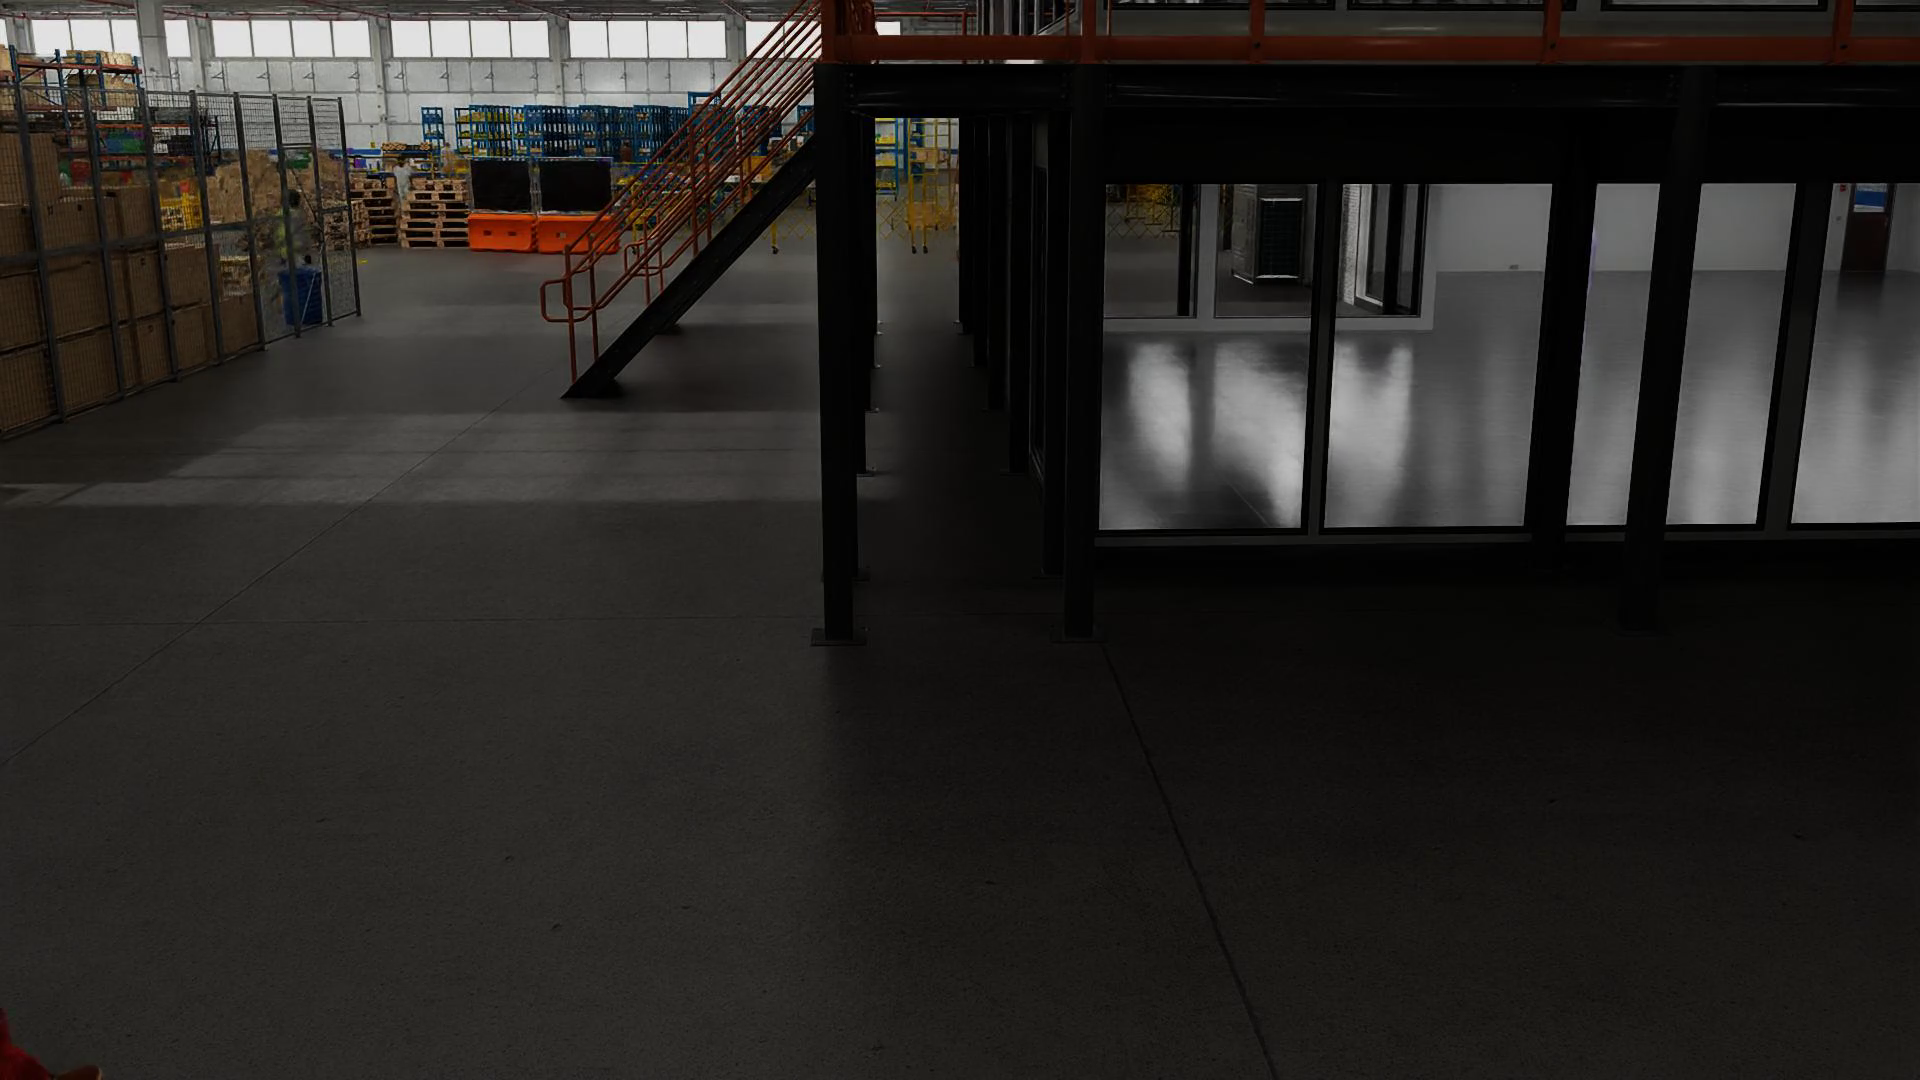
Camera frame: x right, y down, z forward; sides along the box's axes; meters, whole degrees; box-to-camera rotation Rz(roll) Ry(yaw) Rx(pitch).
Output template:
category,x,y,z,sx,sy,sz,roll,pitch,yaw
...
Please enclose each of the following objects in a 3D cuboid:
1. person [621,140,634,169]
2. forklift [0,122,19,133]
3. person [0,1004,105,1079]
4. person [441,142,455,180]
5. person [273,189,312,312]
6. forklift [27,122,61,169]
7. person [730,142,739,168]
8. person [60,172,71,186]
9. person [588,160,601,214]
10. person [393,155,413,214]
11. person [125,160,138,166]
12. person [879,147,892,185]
category,x,y,z,sx,sy,sz,roll,pitch,yaw
person,-16.311,-18.607,81.572,0.605,1.963,0.944,-2,14,-7
forklift,-38.391,-15.545,67.465,1.129,2.768,1.873,-1,14,-3
person,-2.916,0.735,4.277,1.007,1.957,0.620,-12,19,-40
person,-25.051,-18.515,81.416,0.719,1.856,0.822,-2,14,-7
person,-9.668,-4.157,24.081,0.632,1.827,0.671,12,18,40
forklift,-35.376,-14.773,64.377,1.129,2.768,1.873,-1,14,-2
person,-11.321,-19.161,84.063,0.668,1.820,0.595,1,14,3
person,-20.477,-7.641,37.577,0.676,2.000,0.536,-1,14,-2
person,-10.154,-9.648,46.159,0.326,1.765,0.529,-4,15,-17
person,-16.160,-10.213,48.234,0.527,1.853,0.377,-2,14,-7
person,-34.877,-15.563,70.066,0.277,1.631,0.506,13,19,42
person,-3.420,-17.090,75.840,0.826,1.804,0.600,-12,19,-40
